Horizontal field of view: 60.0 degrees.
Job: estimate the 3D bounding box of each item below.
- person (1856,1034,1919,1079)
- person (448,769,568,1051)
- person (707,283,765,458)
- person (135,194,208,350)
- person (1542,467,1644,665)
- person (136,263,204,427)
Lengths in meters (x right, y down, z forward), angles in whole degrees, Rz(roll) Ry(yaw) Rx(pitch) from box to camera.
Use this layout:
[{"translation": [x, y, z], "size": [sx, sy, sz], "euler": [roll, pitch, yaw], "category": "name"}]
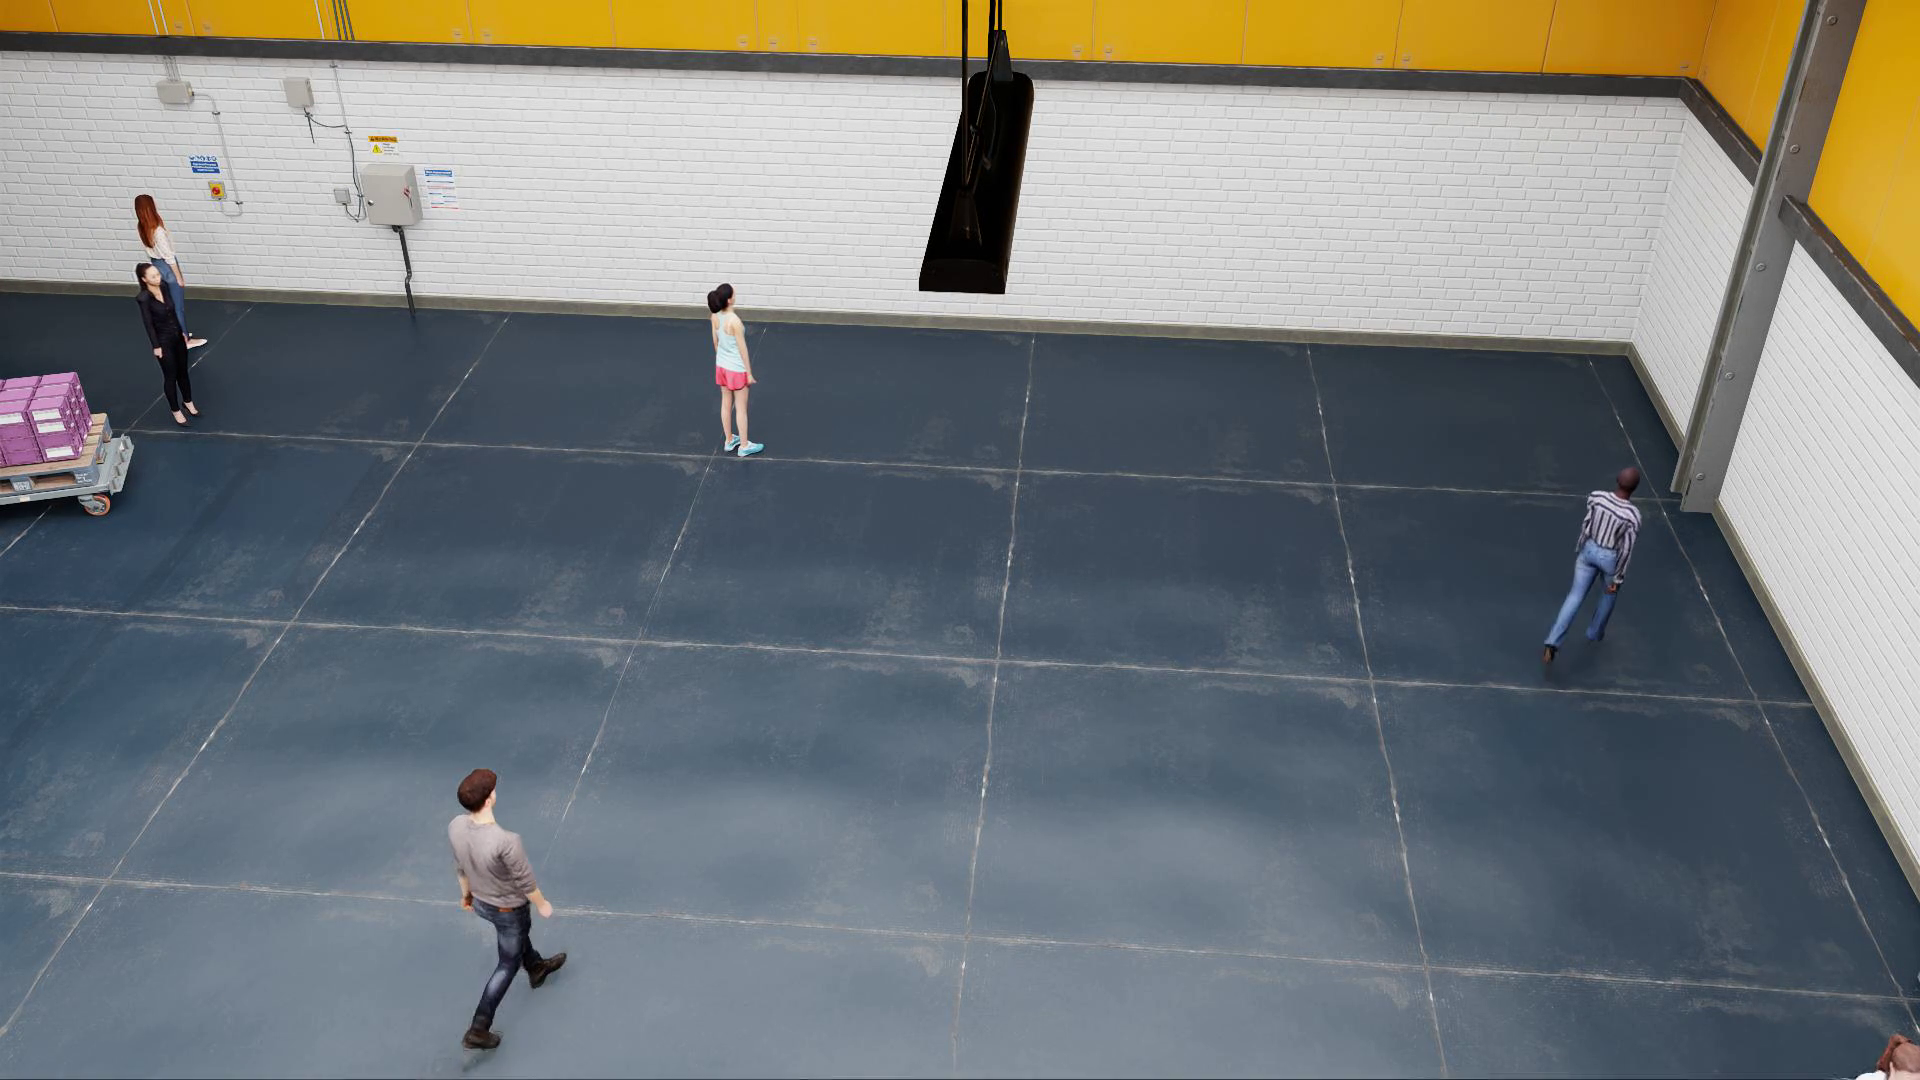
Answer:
[{"translation": [4.653, 3.130, 8.776], "size": [0.886, 1.689, 1.253], "euler": [-10, 35, -14], "category": "person"}, {"translation": [-2.802, 2.237, 9.958], "size": [1.064, 1.870, 1.297], "euler": [20, 39, 27], "category": "person"}, {"translation": [-2.167, -1.635, 15.877], "size": [0.707, 1.765, 0.751], "euler": [26, 41, 33], "category": "person"}, {"translation": [-8.500, -2.877, 17.778], "size": [0.657, 1.729, 0.666], "euler": [22, 39, 29], "category": "person"}, {"translation": [4.981, 0.236, 13.065], "size": [1.079, 1.762, 1.188], "euler": [29, 43, 36], "category": "person"}, {"translation": [-7.793, -1.939, 16.383], "size": [0.672, 1.711, 0.473], "euler": [8, 35, 12], "category": "person"}]
